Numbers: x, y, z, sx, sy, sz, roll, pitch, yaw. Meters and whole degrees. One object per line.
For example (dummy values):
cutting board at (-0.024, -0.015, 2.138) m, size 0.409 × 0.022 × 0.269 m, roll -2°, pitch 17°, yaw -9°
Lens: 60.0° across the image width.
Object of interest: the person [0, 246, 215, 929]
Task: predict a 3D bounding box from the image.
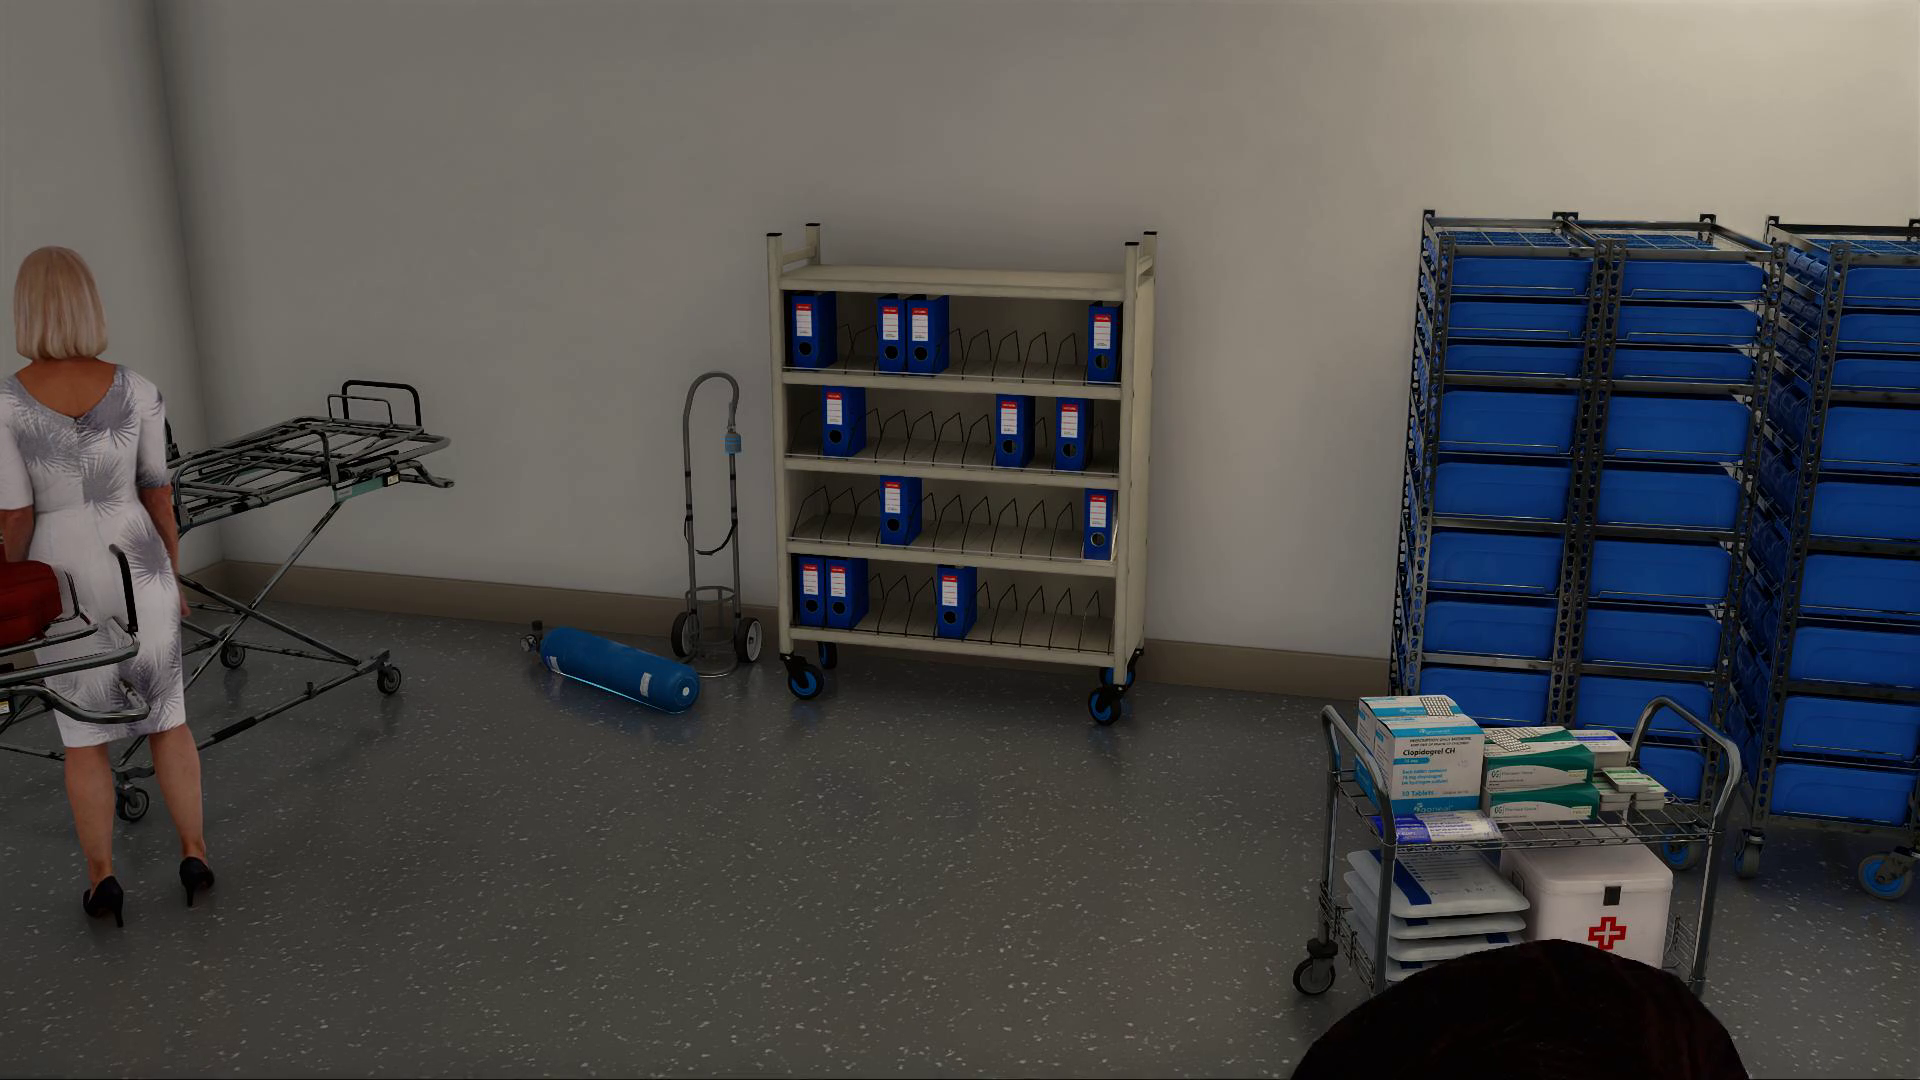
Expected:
person at (-2.180, 0.132, 4.227) m, size 0.623 × 1.751 × 0.700 m, roll -11°, pitch 19°, yaw -34°
